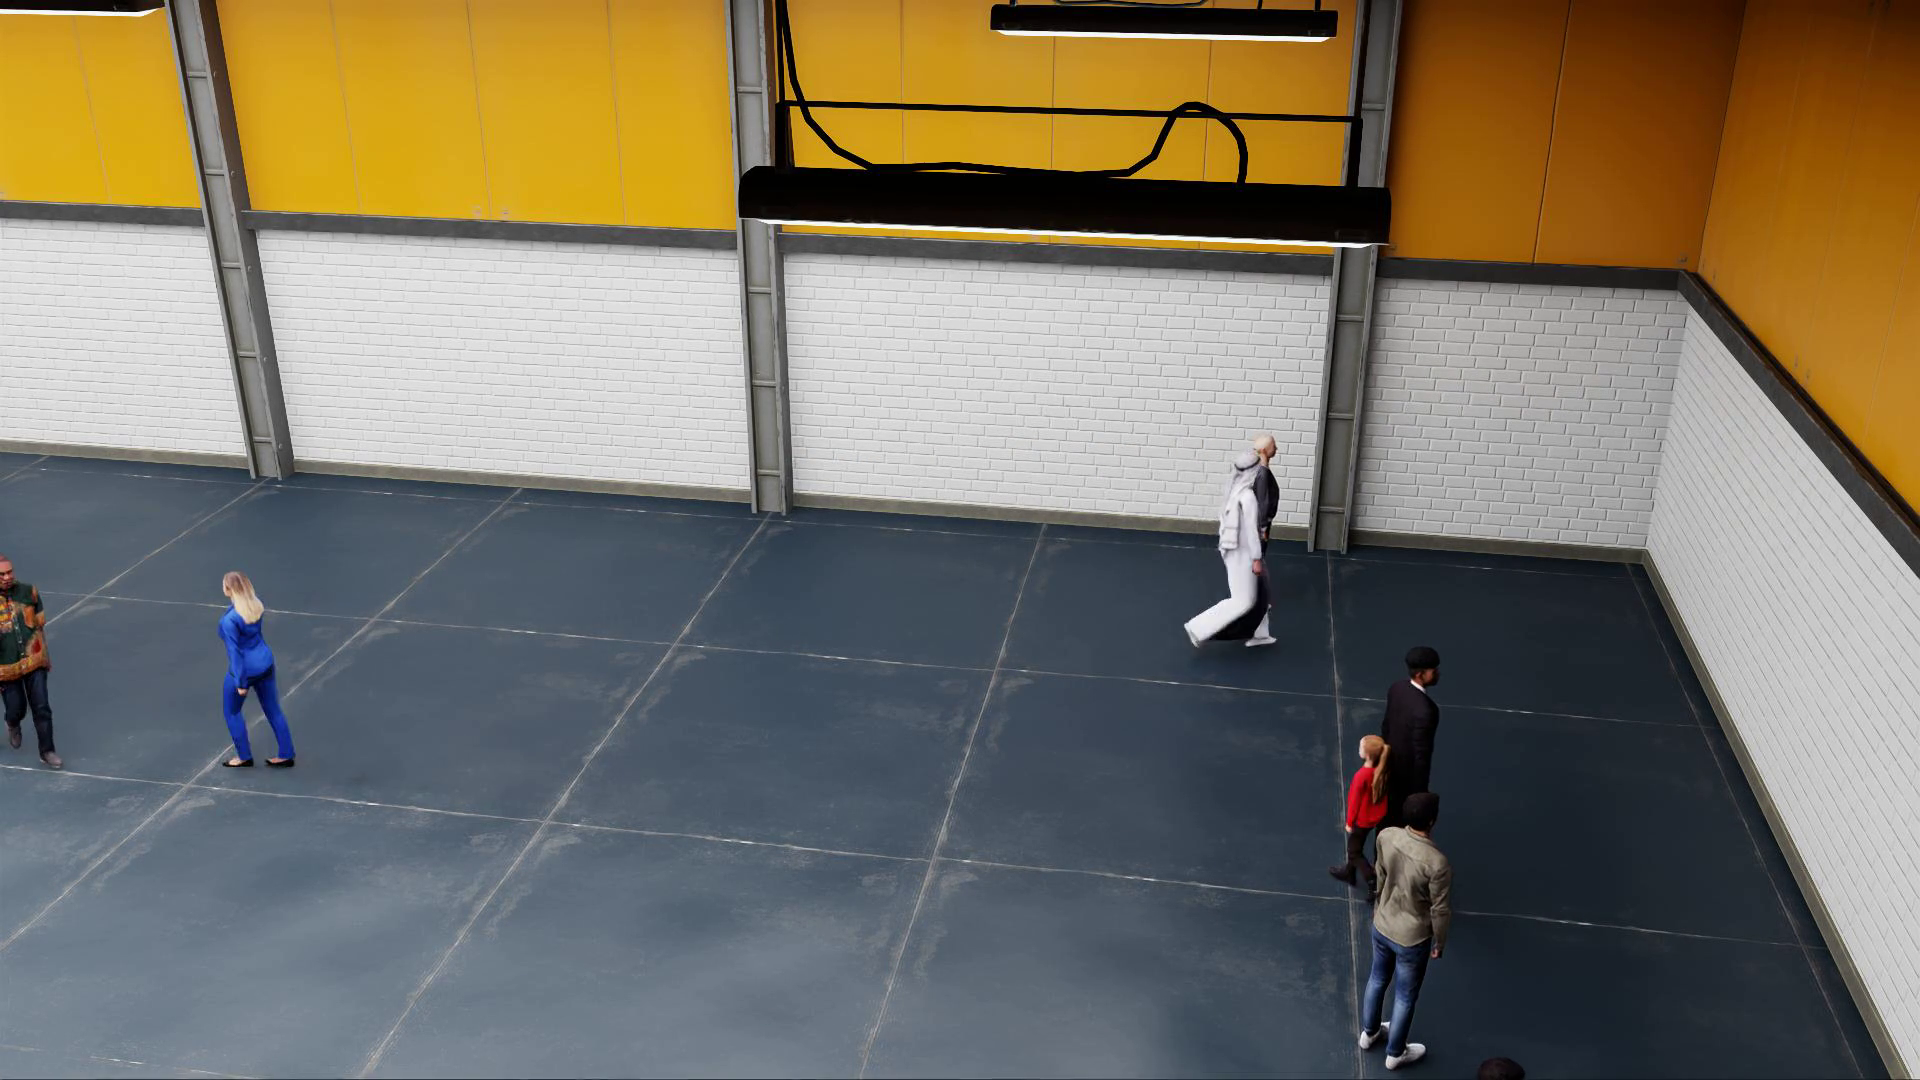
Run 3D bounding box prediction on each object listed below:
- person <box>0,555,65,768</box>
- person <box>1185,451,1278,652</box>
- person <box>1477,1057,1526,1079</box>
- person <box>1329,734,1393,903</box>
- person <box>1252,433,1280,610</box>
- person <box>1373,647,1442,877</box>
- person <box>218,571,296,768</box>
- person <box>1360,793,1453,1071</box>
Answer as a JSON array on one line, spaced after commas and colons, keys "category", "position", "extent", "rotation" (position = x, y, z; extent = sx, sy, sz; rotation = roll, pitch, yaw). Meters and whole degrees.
[{"category": "person", "position": [-7.496, 0.939, 13.175], "extent": [1.080, 1.796, 0.961], "rotation": [19, 30, 37]}, {"category": "person", "position": [2.454, 0.141, 14.868], "extent": [1.211, 1.903, 0.885], "rotation": [-3, 24, -7]}, {"category": "person", "position": [2.748, 3.219, 8.677], "extent": [0.552, 1.222, 0.539], "rotation": [0, 24, 0]}, {"category": "person", "position": [2.842, 1.937, 11.546], "extent": [0.754, 1.273, 0.853], "rotation": [-21, 31, -39]}, {"category": "person", "position": [2.841, -0.206, 15.884], "extent": [0.596, 1.725, 0.649], "rotation": [-1, 24, -2]}, {"category": "person", "position": [3.095, 1.597, 11.569], "extent": [0.702, 1.877, 0.762], "rotation": [-5, 24, -11]}, {"category": "person", "position": [-5.464, 1.052, 13.061], "extent": [0.768, 1.682, 0.662], "rotation": [5, 24, 10]}, {"category": "person", "position": [2.633, 2.319, 9.934], "extent": [0.834, 1.863, 0.759], "rotation": [-18, 29, -35]}]
